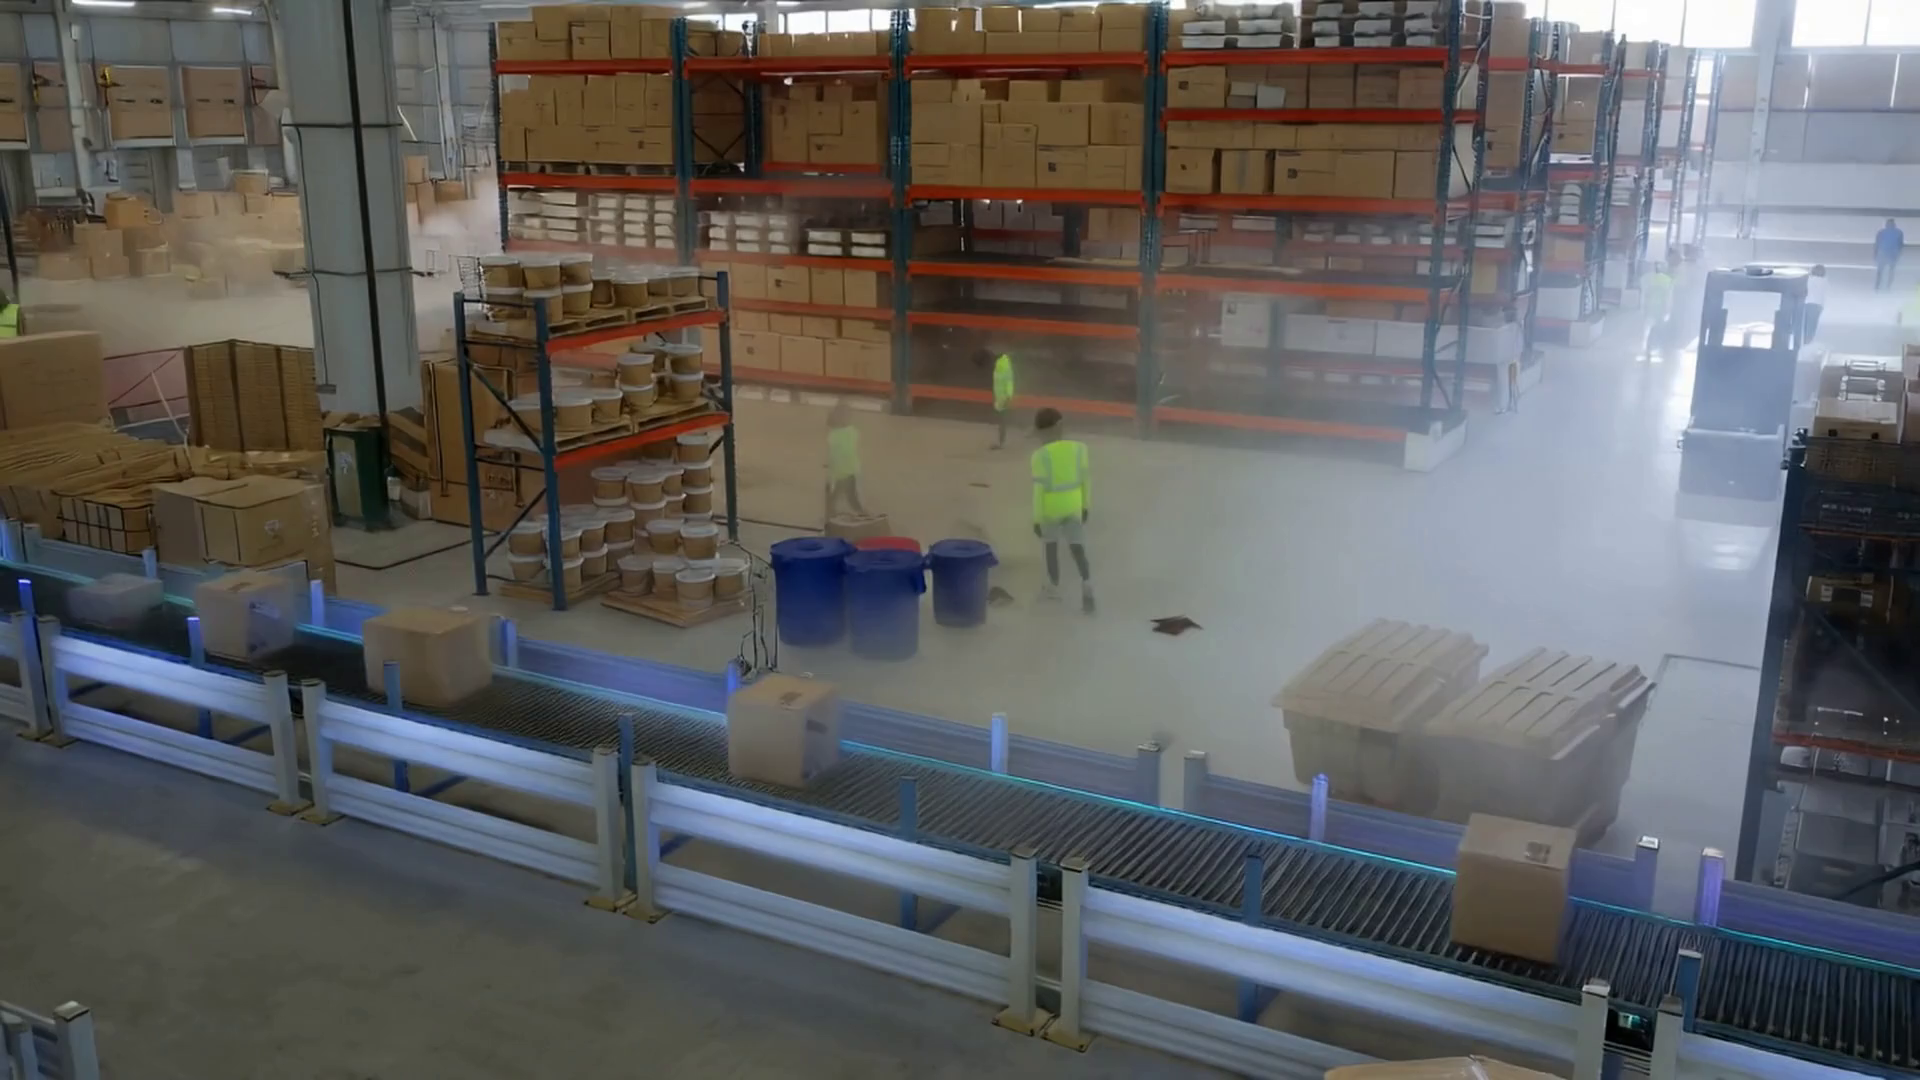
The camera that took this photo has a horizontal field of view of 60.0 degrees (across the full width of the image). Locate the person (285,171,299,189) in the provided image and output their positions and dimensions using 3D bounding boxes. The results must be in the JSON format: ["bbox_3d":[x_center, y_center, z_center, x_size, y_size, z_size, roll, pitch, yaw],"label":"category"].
[{"bbox_3d":[-27.279,-14.123,68.044,0.587,1.922,0.390,-9,17,-31],"label":"person"}]

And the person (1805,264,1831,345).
[{"bbox_3d":[17.153,-4.728,33.344,0.525,1.588,0.851,12,19,38],"label":"person"}]

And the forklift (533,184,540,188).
[{"bbox_3d":[-16.107,-13.583,64.162,1.873,2.768,1.129,6,16,22],"label":"forklift"}]

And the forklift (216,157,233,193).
[{"bbox_3d":[-25.124,-11.701,57.087,1.873,2.768,1.129,-6,16,-21],"label":"forklift"}]

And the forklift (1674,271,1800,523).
[{"bbox_3d":[9.269,-1.763,19.726,1.129,2.768,1.873,8,17,27],"label":"forklift"}]

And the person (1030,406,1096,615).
[{"bbox_3d":[0.992,-0.285,15.902,0.649,1.986,0.946,-5,16,-18],"label":"person"}]

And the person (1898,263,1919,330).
[{"bbox_3d":[20.404,-5.356,35.290,0.593,1.813,0.644,-8,17,-27],"label":"person"}]

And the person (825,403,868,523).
[{"bbox_3d":[-1.244,-0.699,18.163,0.737,1.613,0.503,12,19,38],"label":"person"}]

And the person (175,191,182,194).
[{"bbox_3d":[-25.198,-10.405,54.096,0.635,1.909,0.948,6,16,22],"label":"person"}]

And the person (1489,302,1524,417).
[{"bbox_3d":[8.468,-2.798,25.758,0.534,1.766,0.318,-9,17,-29],"label":"person"}]

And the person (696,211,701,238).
[{"bbox_3d":[-7.498,-8.555,47.125,0.643,1.918,0.862,4,15,15],"label":"person"}]

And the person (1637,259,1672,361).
[{"bbox_3d":[13.043,-4.305,31.170,0.399,1.900,0.645,-8,17,-29],"label":"person"}]

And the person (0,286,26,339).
[{"bbox_3d":[-15.549,-3.222,27.155,0.609,1.863,0.993,0,15,0],"label":"person"}]

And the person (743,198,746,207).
[{"bbox_3d":[-6.618,-9.739,51.765,0.630,1.811,0.875,1,15,4],"label":"person"}]

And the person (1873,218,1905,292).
[{"bbox_3d":[23.495,-7.194,42.084,0.658,1.878,0.779,7,16,24],"label":"person"}]

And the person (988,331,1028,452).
[{"bbox_3d":[0.662,-2.060,23.115,0.471,1.685,0.543,0,15,0],"label":"person"}]
